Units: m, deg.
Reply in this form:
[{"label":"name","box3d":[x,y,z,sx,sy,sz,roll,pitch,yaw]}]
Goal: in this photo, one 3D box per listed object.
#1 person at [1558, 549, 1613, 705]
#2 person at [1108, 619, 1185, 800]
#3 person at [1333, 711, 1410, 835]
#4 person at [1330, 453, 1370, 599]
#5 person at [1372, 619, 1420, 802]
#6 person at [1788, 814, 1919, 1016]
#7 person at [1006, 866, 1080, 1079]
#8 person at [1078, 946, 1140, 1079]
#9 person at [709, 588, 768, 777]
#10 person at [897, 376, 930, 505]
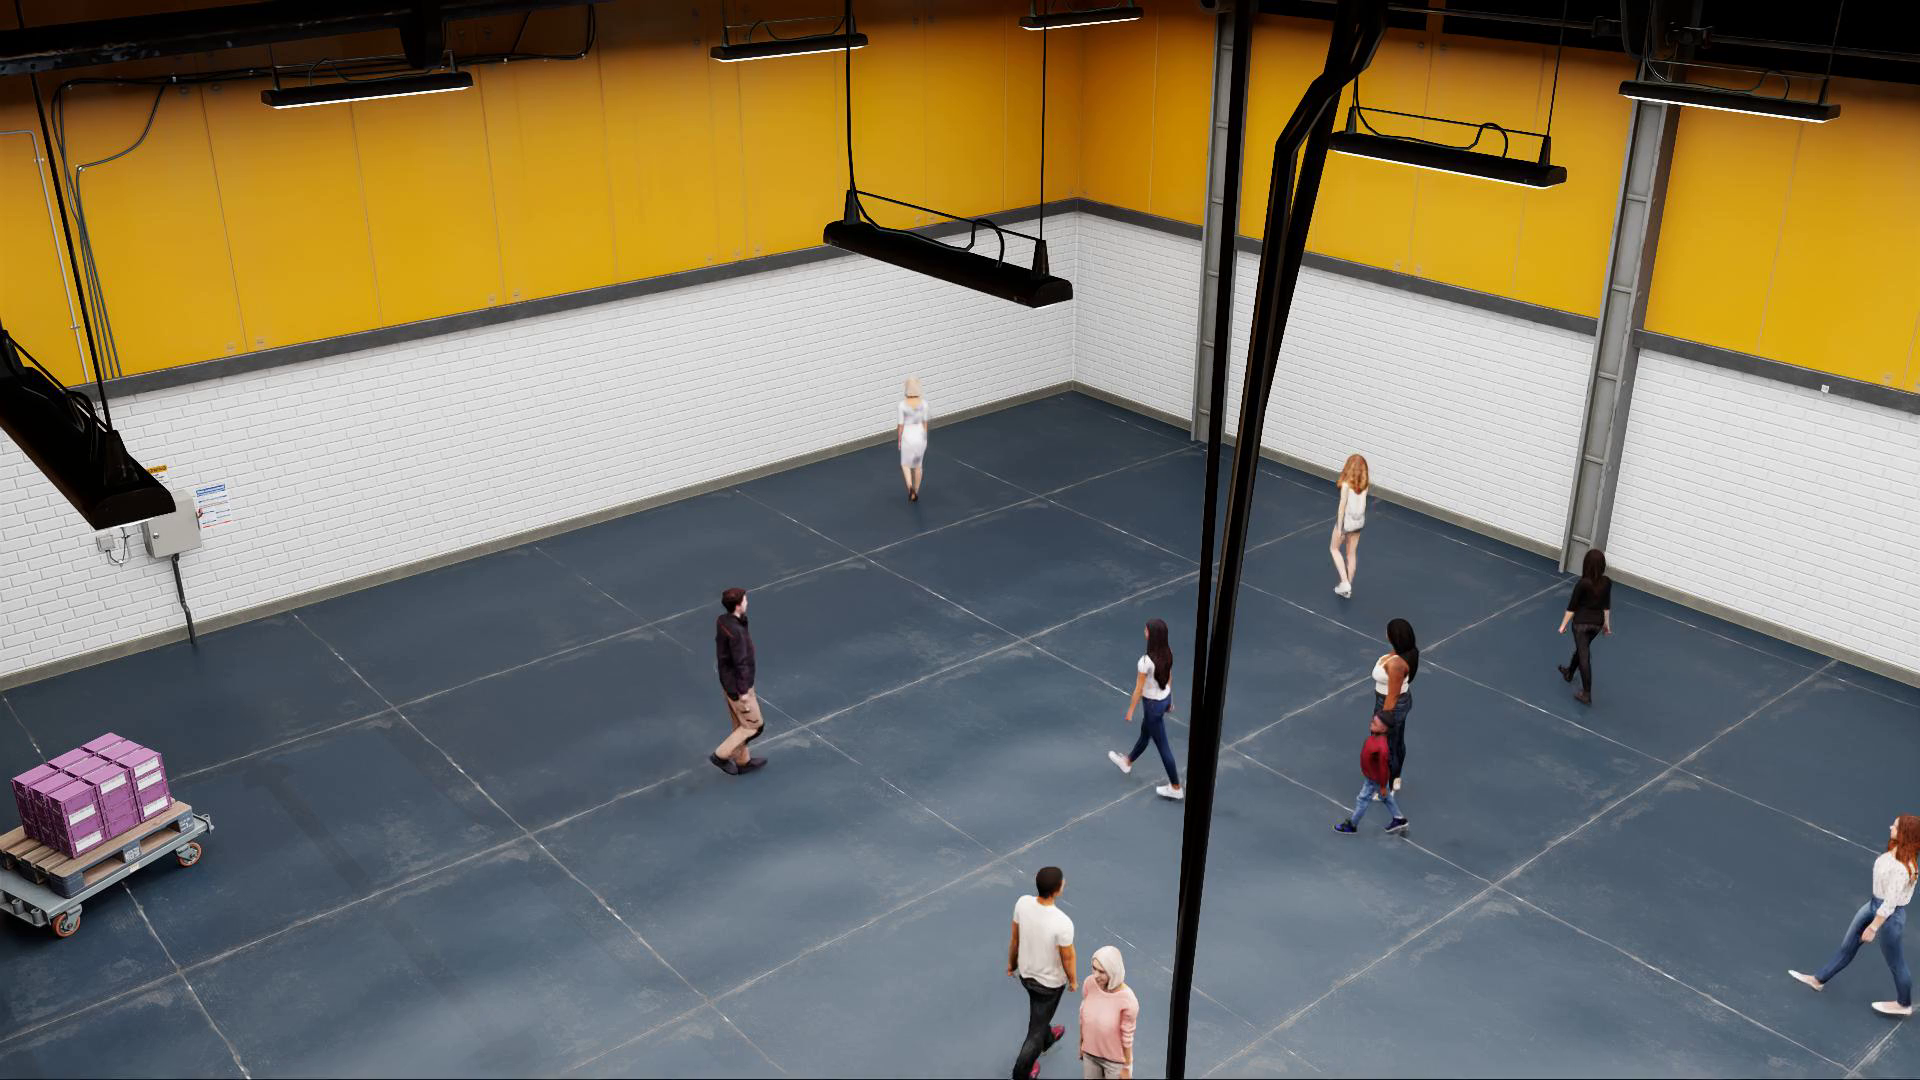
[{"label":"person","box3d":[6.403,0.901,16.833,0.837,1.623,1.023,-7,25,-15]},{"label":"person","box3d":[1.869,1.573,15.156,1.146,1.735,0.790,16,28,33]},{"label":"person","box3d":[3.735,2.063,14.651,0.932,1.241,0.840,3,24,8]},{"label":"person","box3d":[4.518,-0.125,19.021,0.683,1.749,0.737,-9,25,-19]},{"label":"person","box3d":[3.964,1.534,15.156,0.714,1.805,0.718,14,27,28]},{"label":"person","box3d":[6.969,2.827,12.351,1.175,1.683,0.944,9,25,19]},{"label":"person","box3d":[0.509,3.092,11.627,0.899,1.777,0.806,18,30,36]},{"label":"person","box3d":[0.978,3.392,11.007,0.501,1.724,0.681,19,30,37]},{"label":"person","box3d":[-2.141,1.354,15.435,0.880,1.912,0.841,-11,26,-23]},{"label":"person","box3d":[-0.579,-1.258,21.627,0.734,1.738,0.827,-5,24,-12]}]
